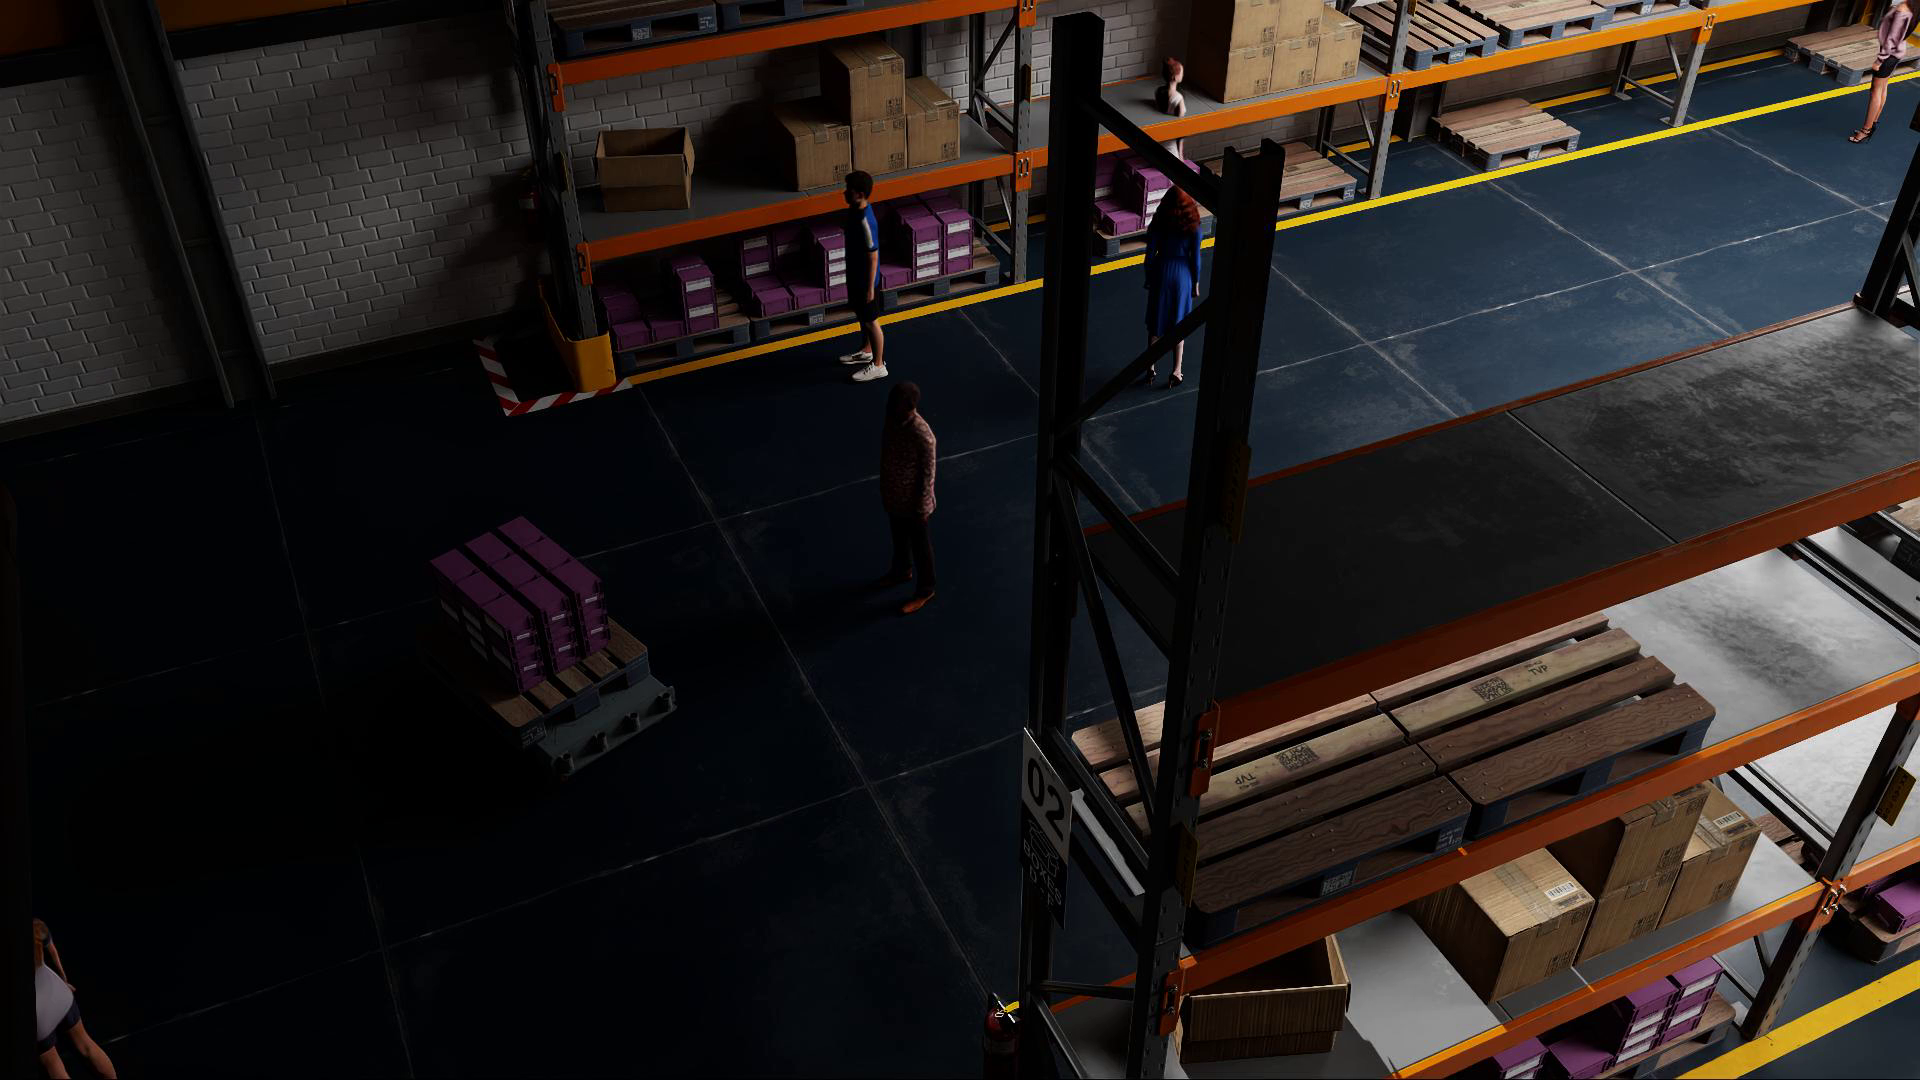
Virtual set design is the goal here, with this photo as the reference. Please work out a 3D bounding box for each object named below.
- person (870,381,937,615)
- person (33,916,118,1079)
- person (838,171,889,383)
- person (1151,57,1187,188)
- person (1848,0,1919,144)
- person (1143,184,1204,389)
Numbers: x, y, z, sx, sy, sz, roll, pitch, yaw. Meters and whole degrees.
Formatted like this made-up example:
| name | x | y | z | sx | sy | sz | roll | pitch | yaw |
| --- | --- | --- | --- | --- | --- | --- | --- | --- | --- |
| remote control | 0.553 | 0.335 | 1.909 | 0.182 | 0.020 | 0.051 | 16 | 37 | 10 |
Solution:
| name | x | y | z | sx | sy | sz | roll | pitch | yaw |
| --- | --- | --- | --- | --- | --- | --- | --- | --- | --- |
| person | -0.353 | -0.330 | 11.411 | 0.646 | 1.808 | 0.722 | -24 | 44 | -27 |
| person | -4.505 | 2.326 | 8.147 | 0.738 | 1.732 | 0.678 | 13 | 40 | 16 |
| person | -0.787 | -2.184 | 13.687 | 0.610 | 1.866 | 0.668 | -12 | 40 | -15 |
| person | 1.911 | -3.660 | 15.595 | 0.515 | 1.791 | 0.567 | -19 | 42 | -23 |
| person | 9.651 | -5.003 | 17.260 | 0.747 | 1.812 | 0.604 | 29 | 47 | 31 |
| person | 1.713 | -2.057 | 13.558 | 0.703 | 1.828 | 0.772 | 11 | 40 | 13 |
